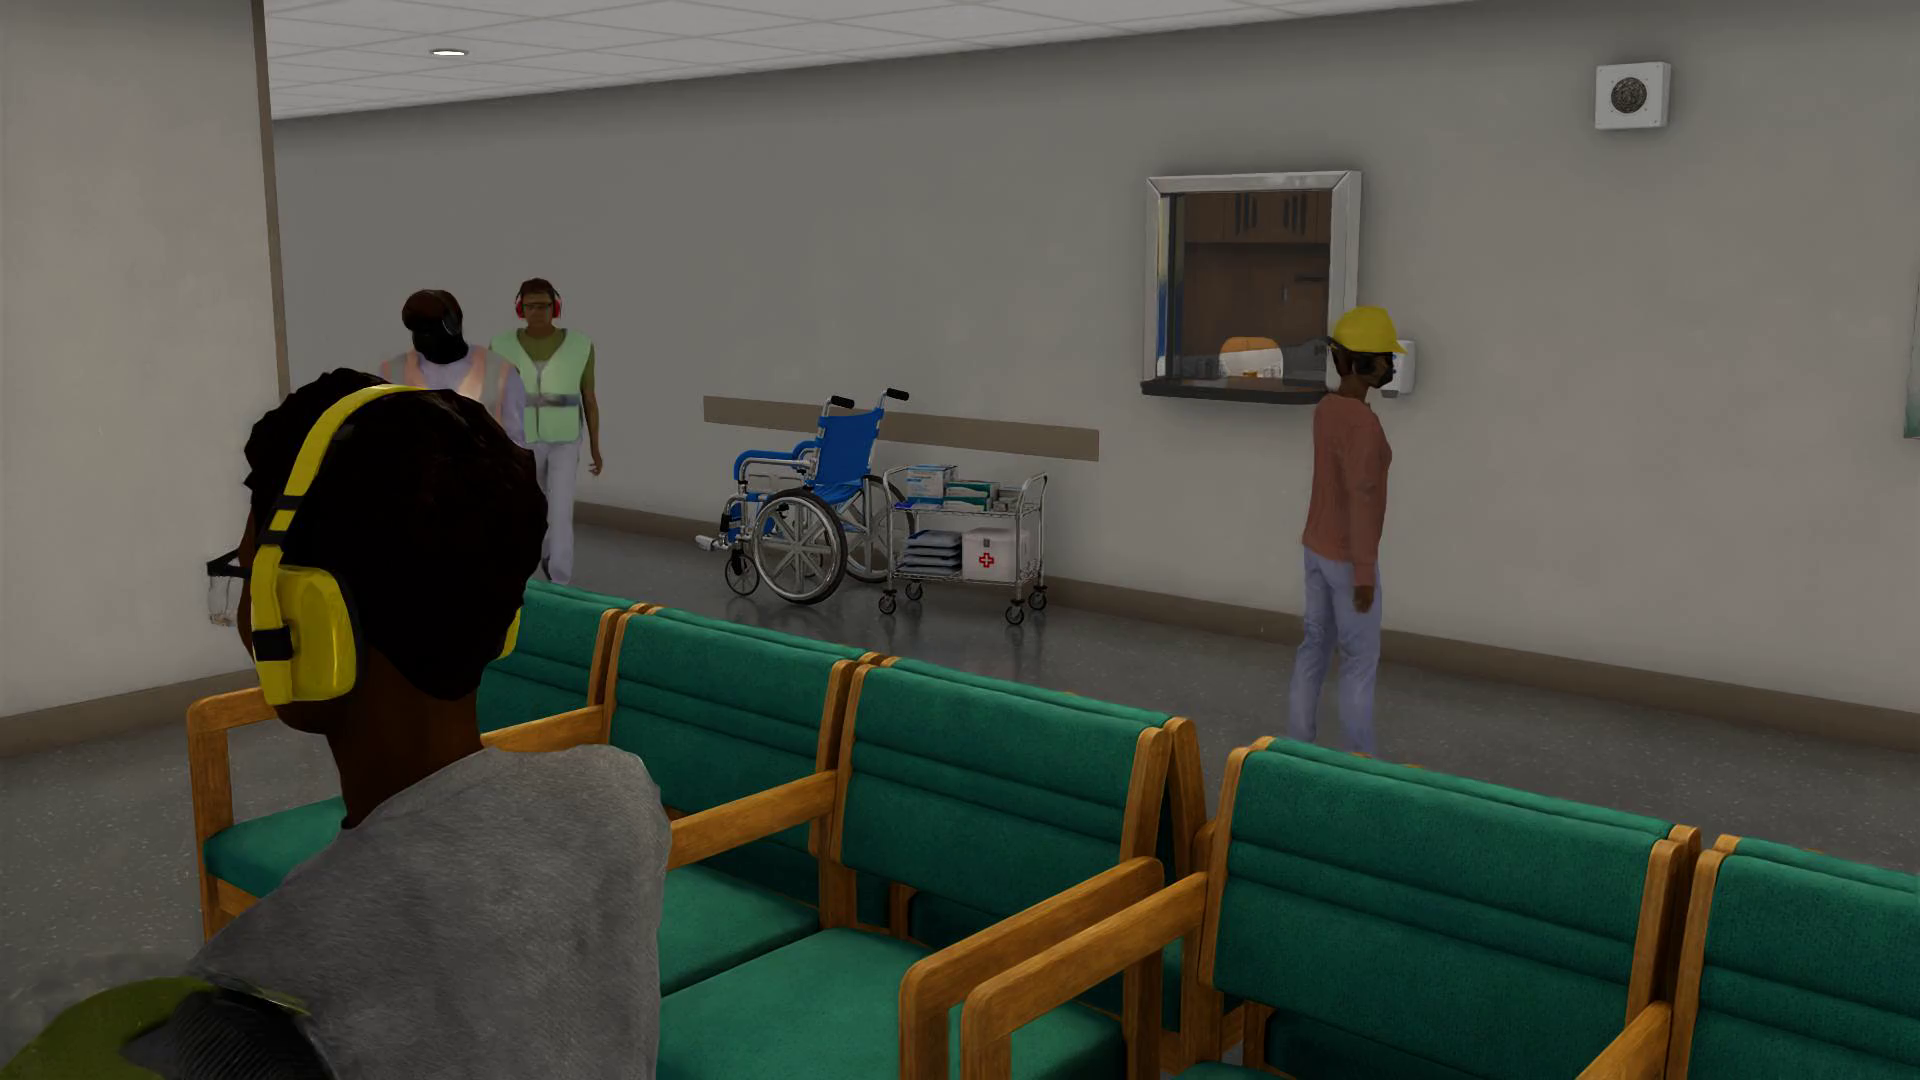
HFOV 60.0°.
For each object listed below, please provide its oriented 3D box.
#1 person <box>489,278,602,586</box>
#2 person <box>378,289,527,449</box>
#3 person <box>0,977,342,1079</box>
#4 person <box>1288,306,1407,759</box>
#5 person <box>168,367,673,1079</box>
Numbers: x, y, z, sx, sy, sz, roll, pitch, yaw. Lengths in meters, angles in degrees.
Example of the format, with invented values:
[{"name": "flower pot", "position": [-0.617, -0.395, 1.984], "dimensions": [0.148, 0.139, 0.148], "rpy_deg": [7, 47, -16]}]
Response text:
[{"name": "person", "position": [-2.292, -0.550, 9.239], "dimensions": [0.586, 1.813, 0.840], "rpy_deg": [-1, 10, -8]}, {"name": "person", "position": [-2.140, -0.164, 7.056], "dimensions": [0.642, 1.802, 0.869], "rpy_deg": [-1, 10, -6]}, {"name": "person", "position": [-0.632, 0.901, 0.943], "dimensions": [0.622, 1.813, 0.671], "rpy_deg": [8, 13, 39]}, {"name": "person", "position": [1.405, 0.048, 5.950], "dimensions": [0.372, 1.764, 0.537], "rpy_deg": [-1, 10, -7]}, {"name": "person", "position": [-0.402, 0.802, 1.337], "dimensions": [0.333, 1.872, 0.515], "rpy_deg": [4, 11, 20]}]
